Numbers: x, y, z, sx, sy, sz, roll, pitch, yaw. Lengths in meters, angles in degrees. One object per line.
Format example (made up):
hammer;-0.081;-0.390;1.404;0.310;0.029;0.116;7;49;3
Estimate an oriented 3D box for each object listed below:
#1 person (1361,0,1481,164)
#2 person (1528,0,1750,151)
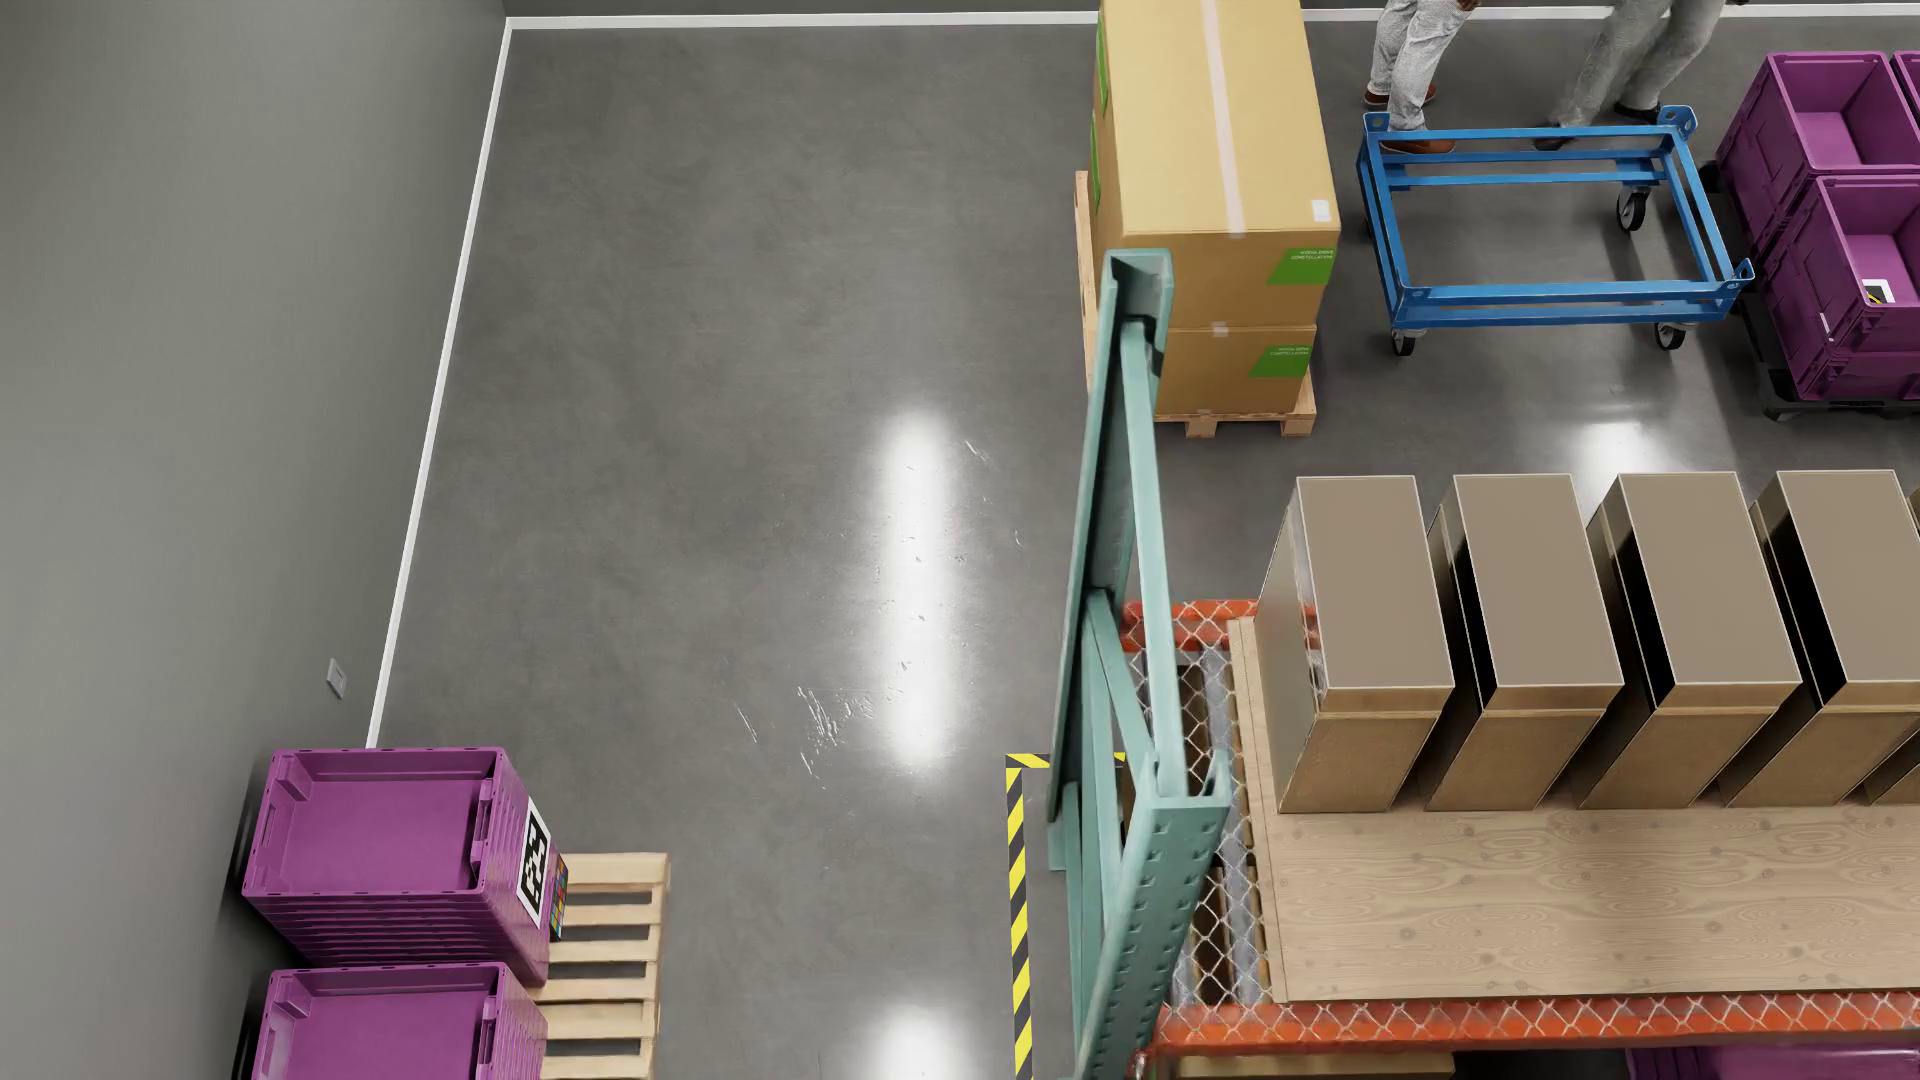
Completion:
person;1.819;-2.236;6.074;0.372;1.940;0.630;-3;58;-2
person;2.643;-2.104;6.089;0.713;1.784;0.406;-14;59;-8
